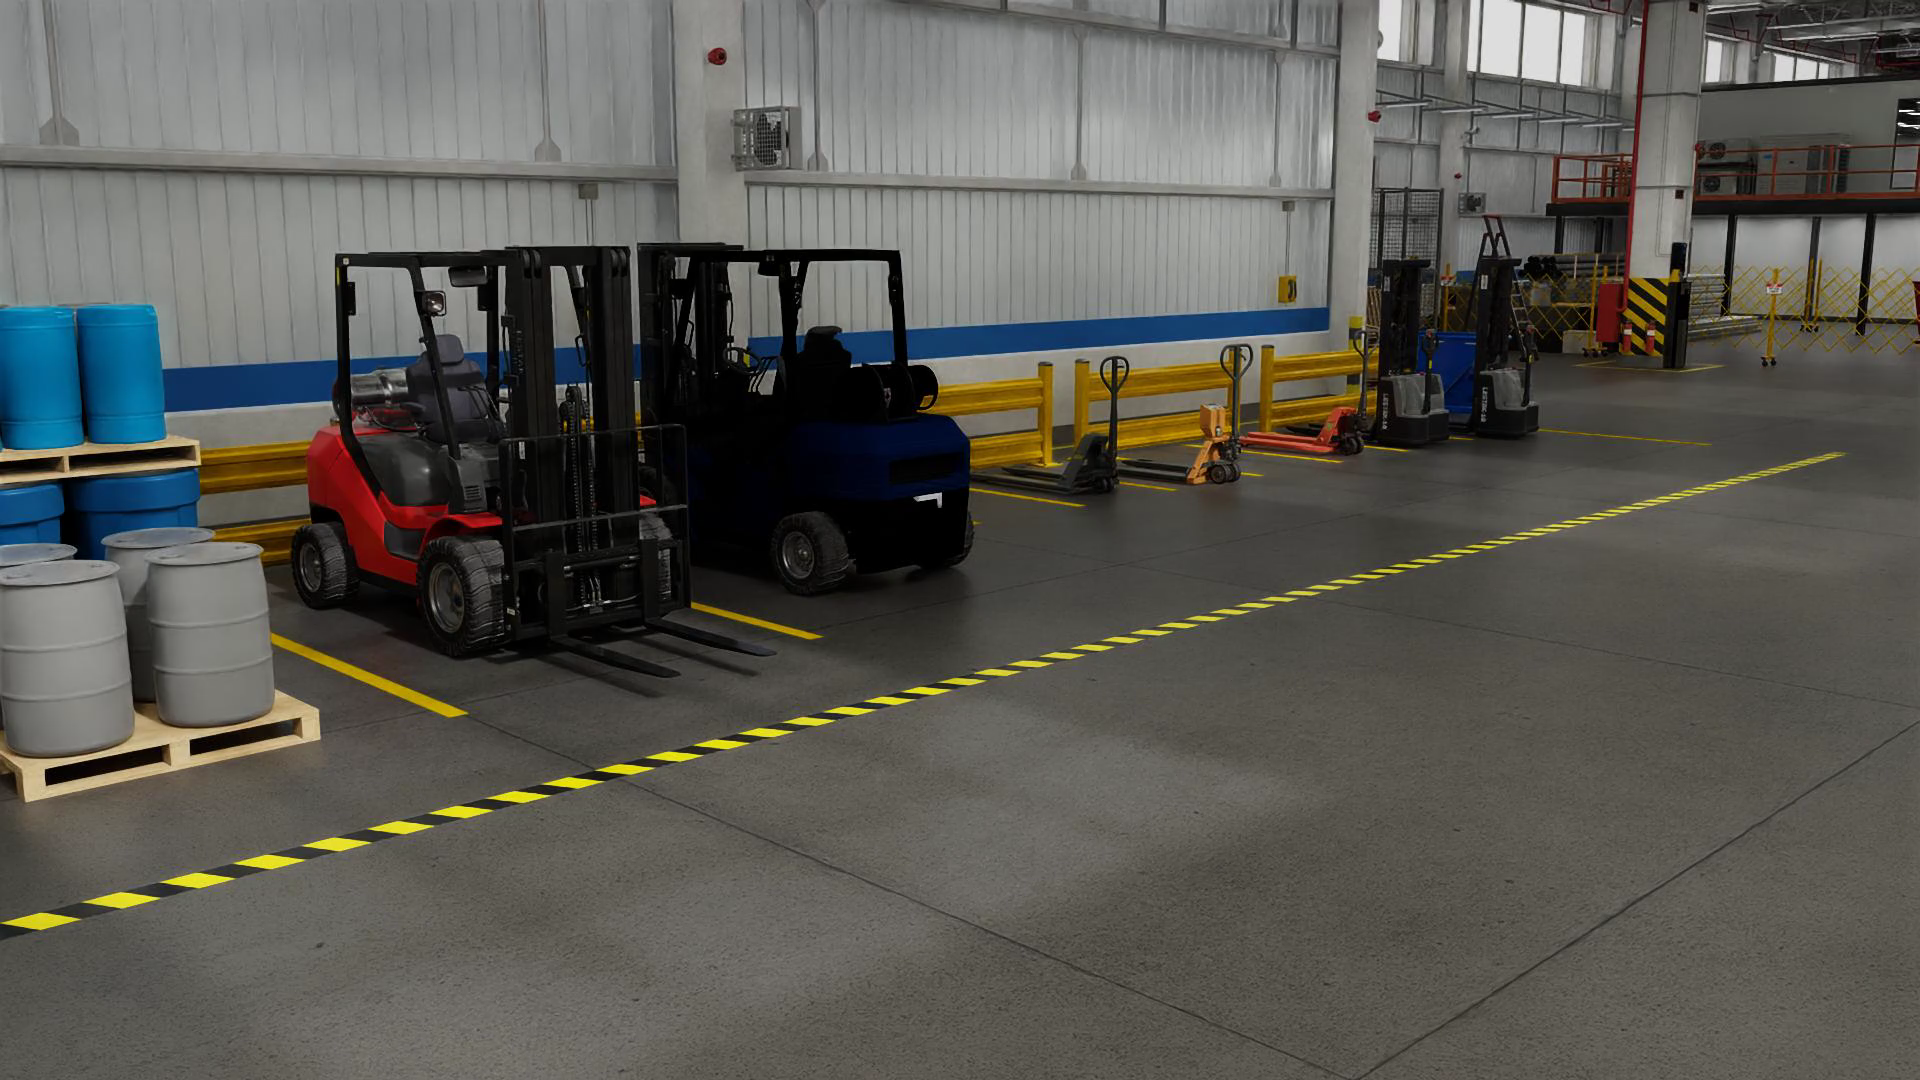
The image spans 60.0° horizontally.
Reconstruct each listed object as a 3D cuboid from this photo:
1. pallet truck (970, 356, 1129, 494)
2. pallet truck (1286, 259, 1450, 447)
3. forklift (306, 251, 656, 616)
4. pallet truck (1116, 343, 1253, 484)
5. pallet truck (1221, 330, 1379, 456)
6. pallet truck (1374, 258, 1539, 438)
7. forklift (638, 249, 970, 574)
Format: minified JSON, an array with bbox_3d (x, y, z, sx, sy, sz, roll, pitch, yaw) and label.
[{"bbox_3d":[0.784,-1.085,14.876,0.680,1.201,1.601,-10,14,-44],"label":"pallet truck"},{"bbox_3d":[4.493,-2.078,18.196,0.823,1.965,1.885,-9,14,-40],"label":"pallet truck"},{"bbox_3d":[-2.833,-0.669,9.694,1.157,1.987,2.680,-10,14,-44],"label":"forklift"},{"bbox_3d":[1.962,-1.215,15.415,1.522,1.261,0.704,10,14,43],"label":"pallet truck"},{"bbox_3d":[3.563,-1.581,17.381,0.653,1.274,1.630,-10,14,-44],"label":"pallet truck"},{"bbox_3d":[5.704,-2.208,18.901,1.885,1.965,0.823,10,14,43],"label":"pallet truck"},{"bbox_3d":[-1.173,-0.958,11.239,2.680,1.987,1.157,10,14,43],"label":"forklift"}]
